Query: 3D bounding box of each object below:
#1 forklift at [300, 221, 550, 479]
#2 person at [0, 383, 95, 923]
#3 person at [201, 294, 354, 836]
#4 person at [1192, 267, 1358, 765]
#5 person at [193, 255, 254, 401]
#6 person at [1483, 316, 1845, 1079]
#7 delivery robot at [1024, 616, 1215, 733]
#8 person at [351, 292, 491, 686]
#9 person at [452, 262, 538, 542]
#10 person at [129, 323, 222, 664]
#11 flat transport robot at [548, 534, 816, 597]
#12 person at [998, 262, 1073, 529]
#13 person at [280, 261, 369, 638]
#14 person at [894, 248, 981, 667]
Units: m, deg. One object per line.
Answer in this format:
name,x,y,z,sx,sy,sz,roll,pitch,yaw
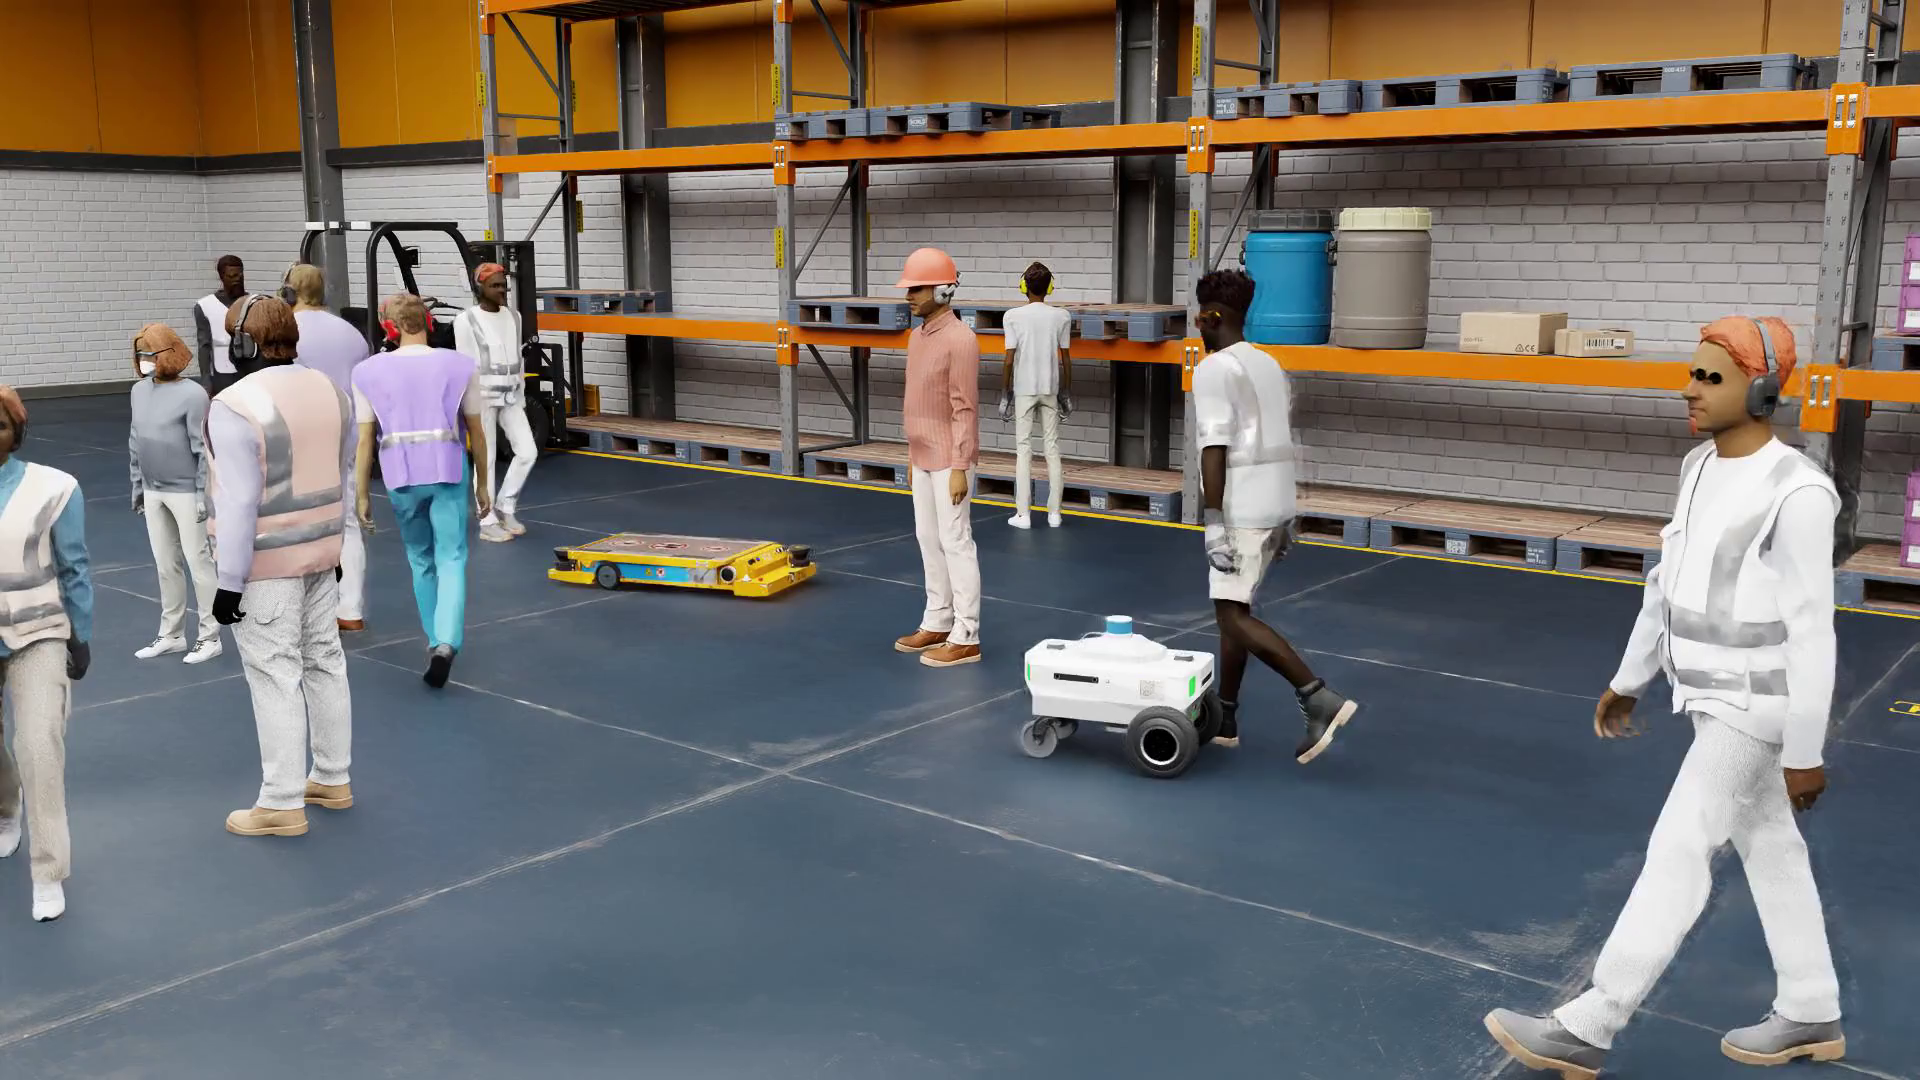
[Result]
forklift,-4.922,-1.741,14.854,1.214,2.155,2.313,8,13,38
person,-2.958,0.303,5.149,0.519,1.608,0.762,-4,11,-22
person,-2.341,0.086,5.708,0.429,1.843,0.633,3,11,15
person,1.198,-0.092,6.465,0.814,1.919,0.660,7,13,35
person,-5.648,-1.274,13.057,0.621,1.898,0.570,-10,14,-44
person,1.753,0.397,3.965,0.975,1.836,0.573,1,10,3
delivery robot,0.618,0.539,6.500,0.707,0.478,0.477,4,11,21
person,-2.473,-0.242,7.683,0.594,1.796,0.889,-3,11,-15
person,-3.103,-0.910,11.130,0.436,1.868,0.613,7,12,32
person,-3.783,-0.222,7.989,0.499,1.633,0.284,4,11,23
flat transport robot,-1.637,0.131,9.812,1.431,0.197,0.652,4,11,19
person,0.531,-1.012,11.713,0.537,1.869,0.312,-2,10,-12
person,-3.290,-0.451,8.469,0.578,1.915,0.655,6,12,32
person,-0.114,-0.393,7.968,0.408,1.986,0.617,-5,11,-25
